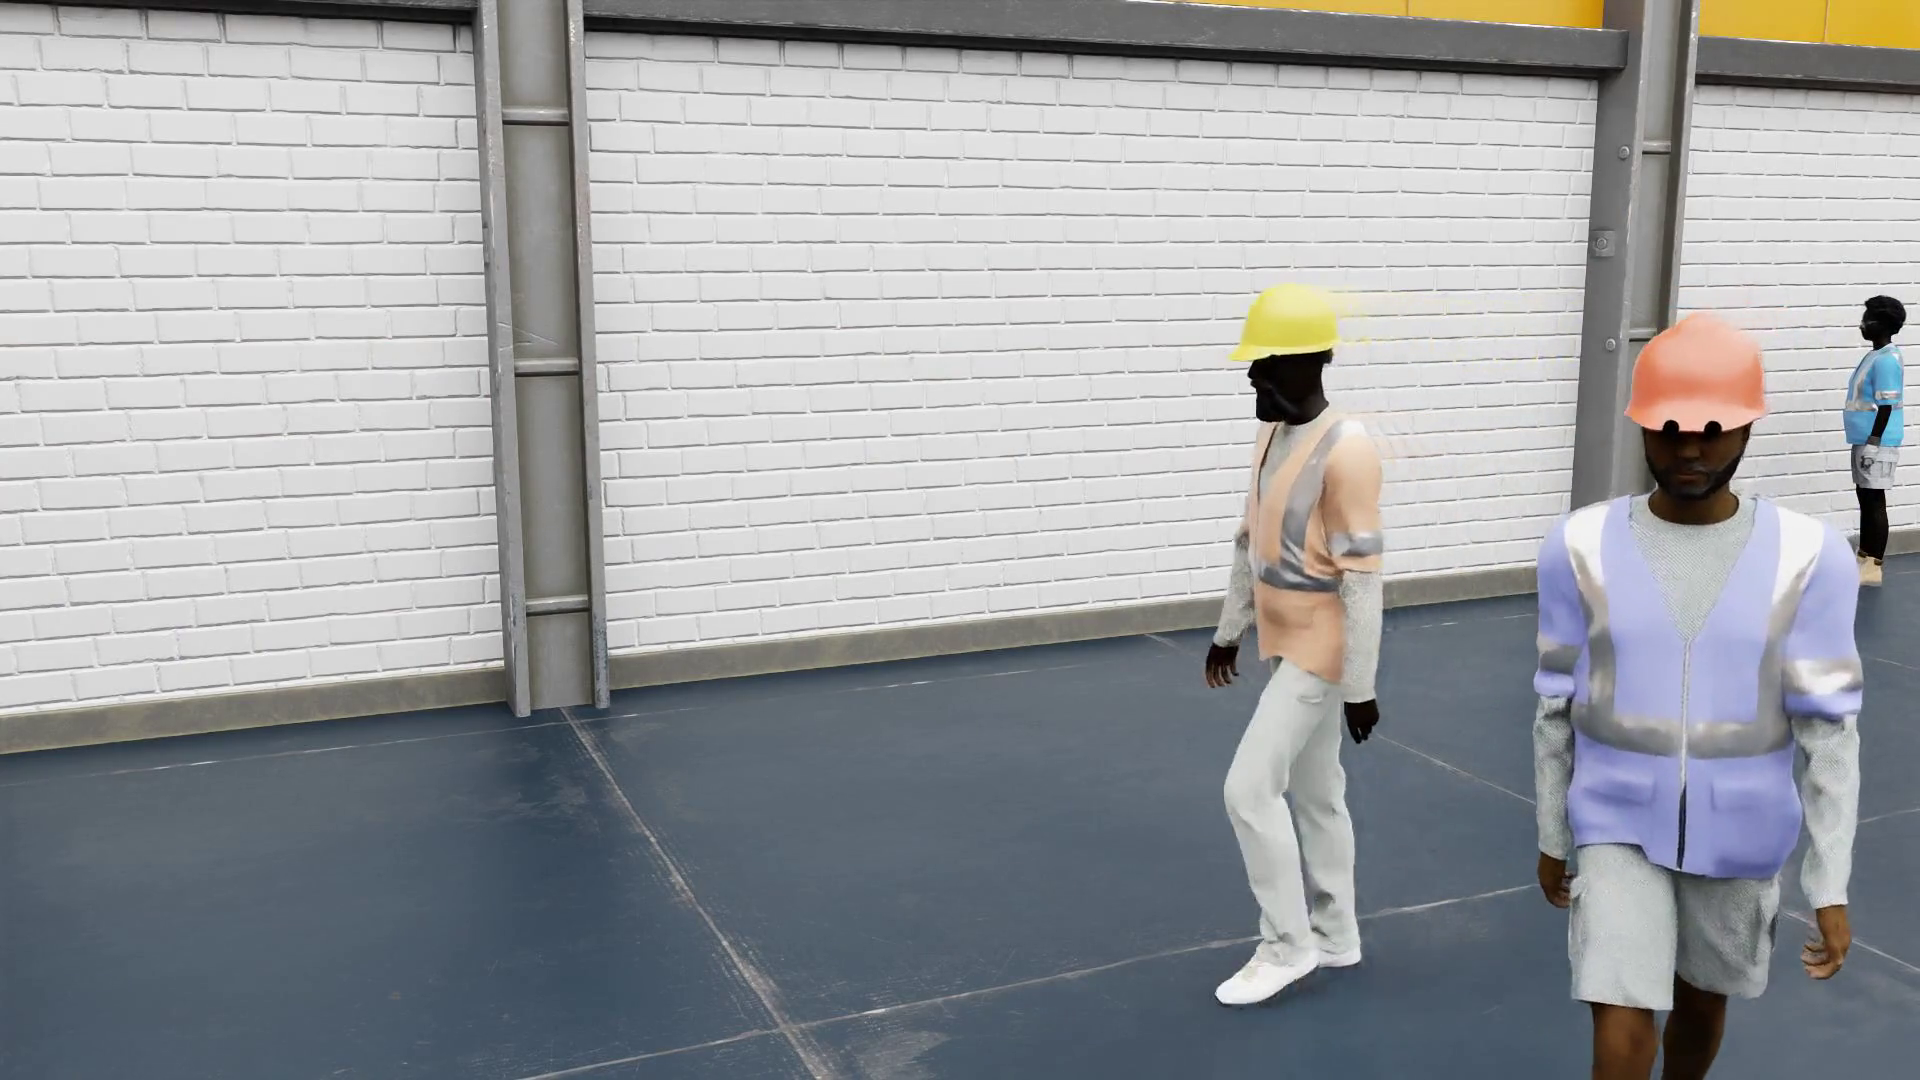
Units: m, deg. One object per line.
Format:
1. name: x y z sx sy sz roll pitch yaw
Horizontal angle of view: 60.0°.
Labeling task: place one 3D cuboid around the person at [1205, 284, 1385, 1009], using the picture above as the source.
1. person: 0.854 0.285 4.422 0.626 1.905 0.612 -1 10 -5

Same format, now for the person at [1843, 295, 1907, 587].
1. person: 5.330 -0.578 9.732 0.318 1.698 0.535 4 11 20

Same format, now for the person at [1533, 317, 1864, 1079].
1. person: 1.351 0.529 3.119 0.562 1.889 0.986 4 11 22
